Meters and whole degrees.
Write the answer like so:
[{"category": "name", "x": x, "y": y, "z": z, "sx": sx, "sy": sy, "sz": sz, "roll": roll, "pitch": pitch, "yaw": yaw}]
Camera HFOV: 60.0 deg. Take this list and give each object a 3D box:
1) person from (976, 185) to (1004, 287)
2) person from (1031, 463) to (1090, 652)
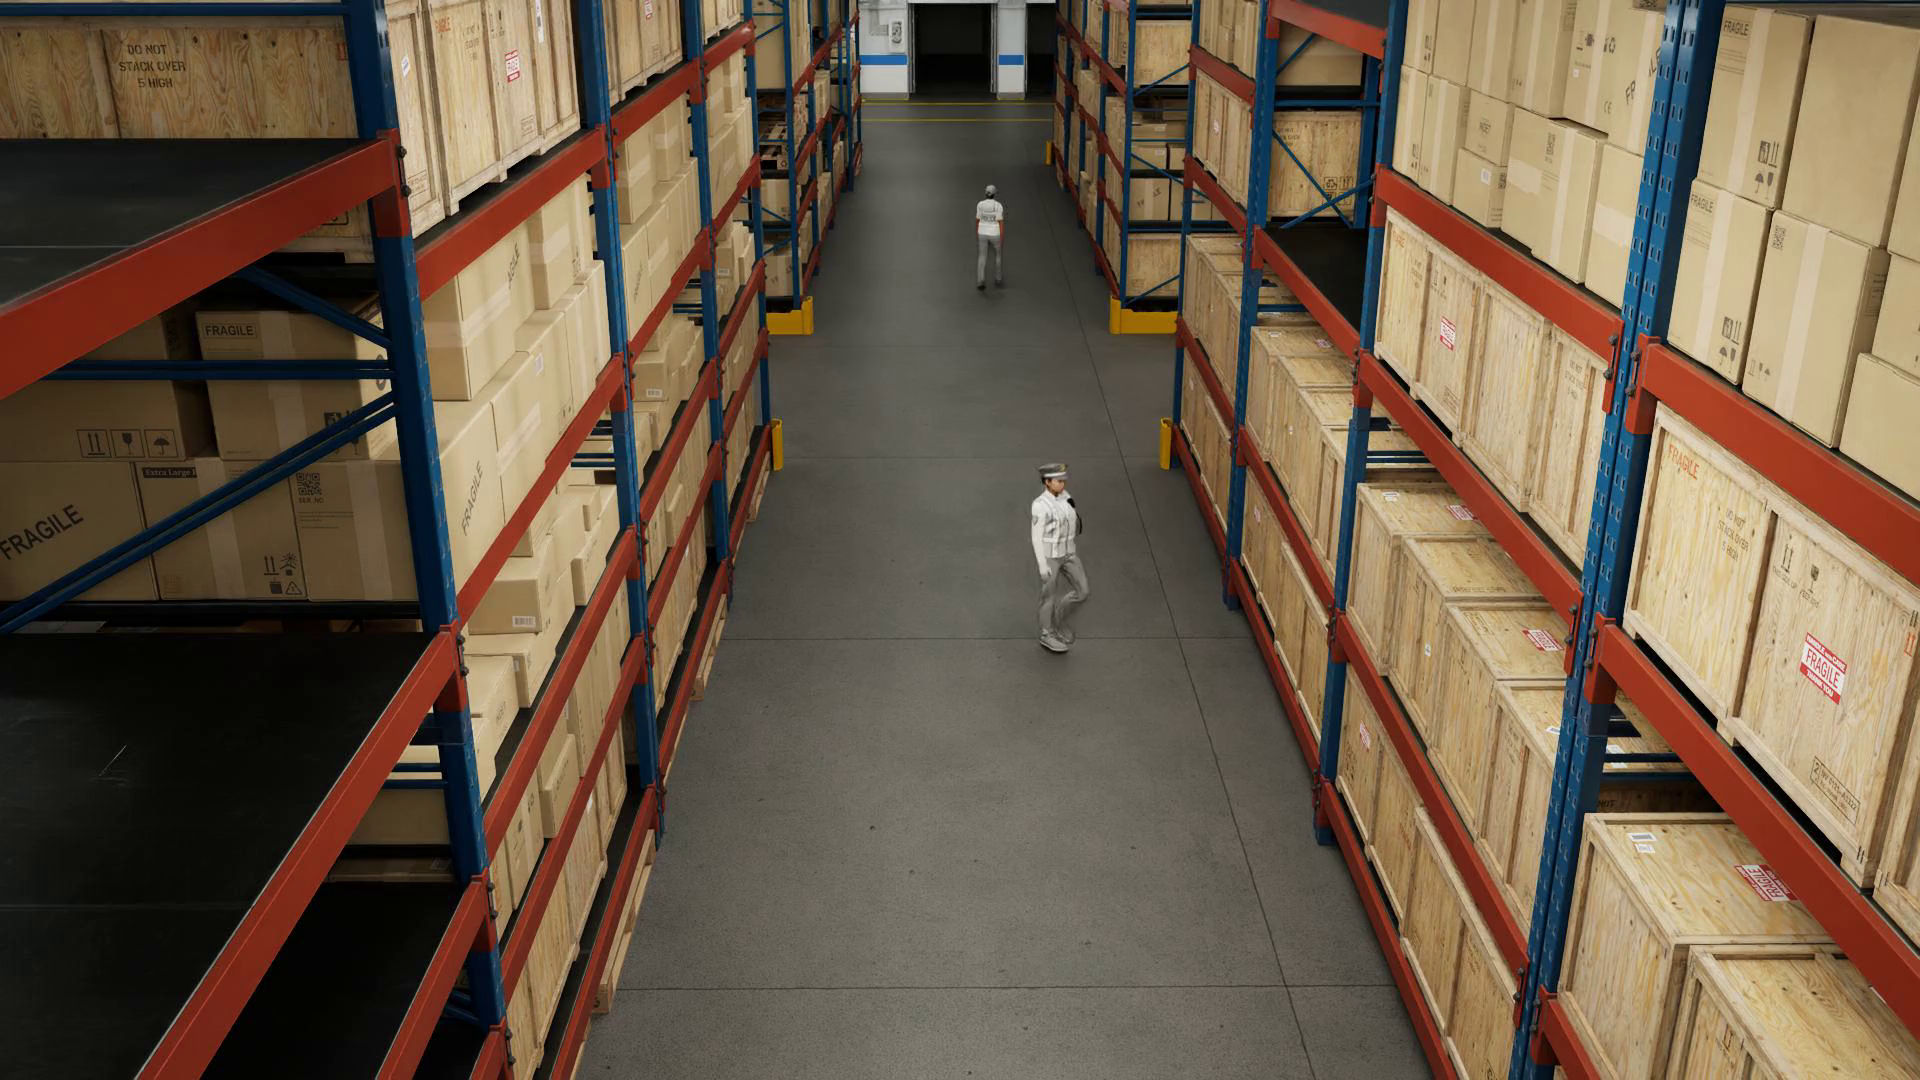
[{"category": "person", "x": 0.508, "y": -5.027, "z": 27.415, "sx": 0.487, "sy": 1.660, "sz": 0.768, "roll": 5, "pitch": 22, "yaw": 13}, {"category": "person", "x": 0.853, "y": 0.150, "z": 14.189, "sx": 0.529, "sy": 1.681, "sz": 0.455, "roll": -20, "pitch": 29, "yaw": -40}]
